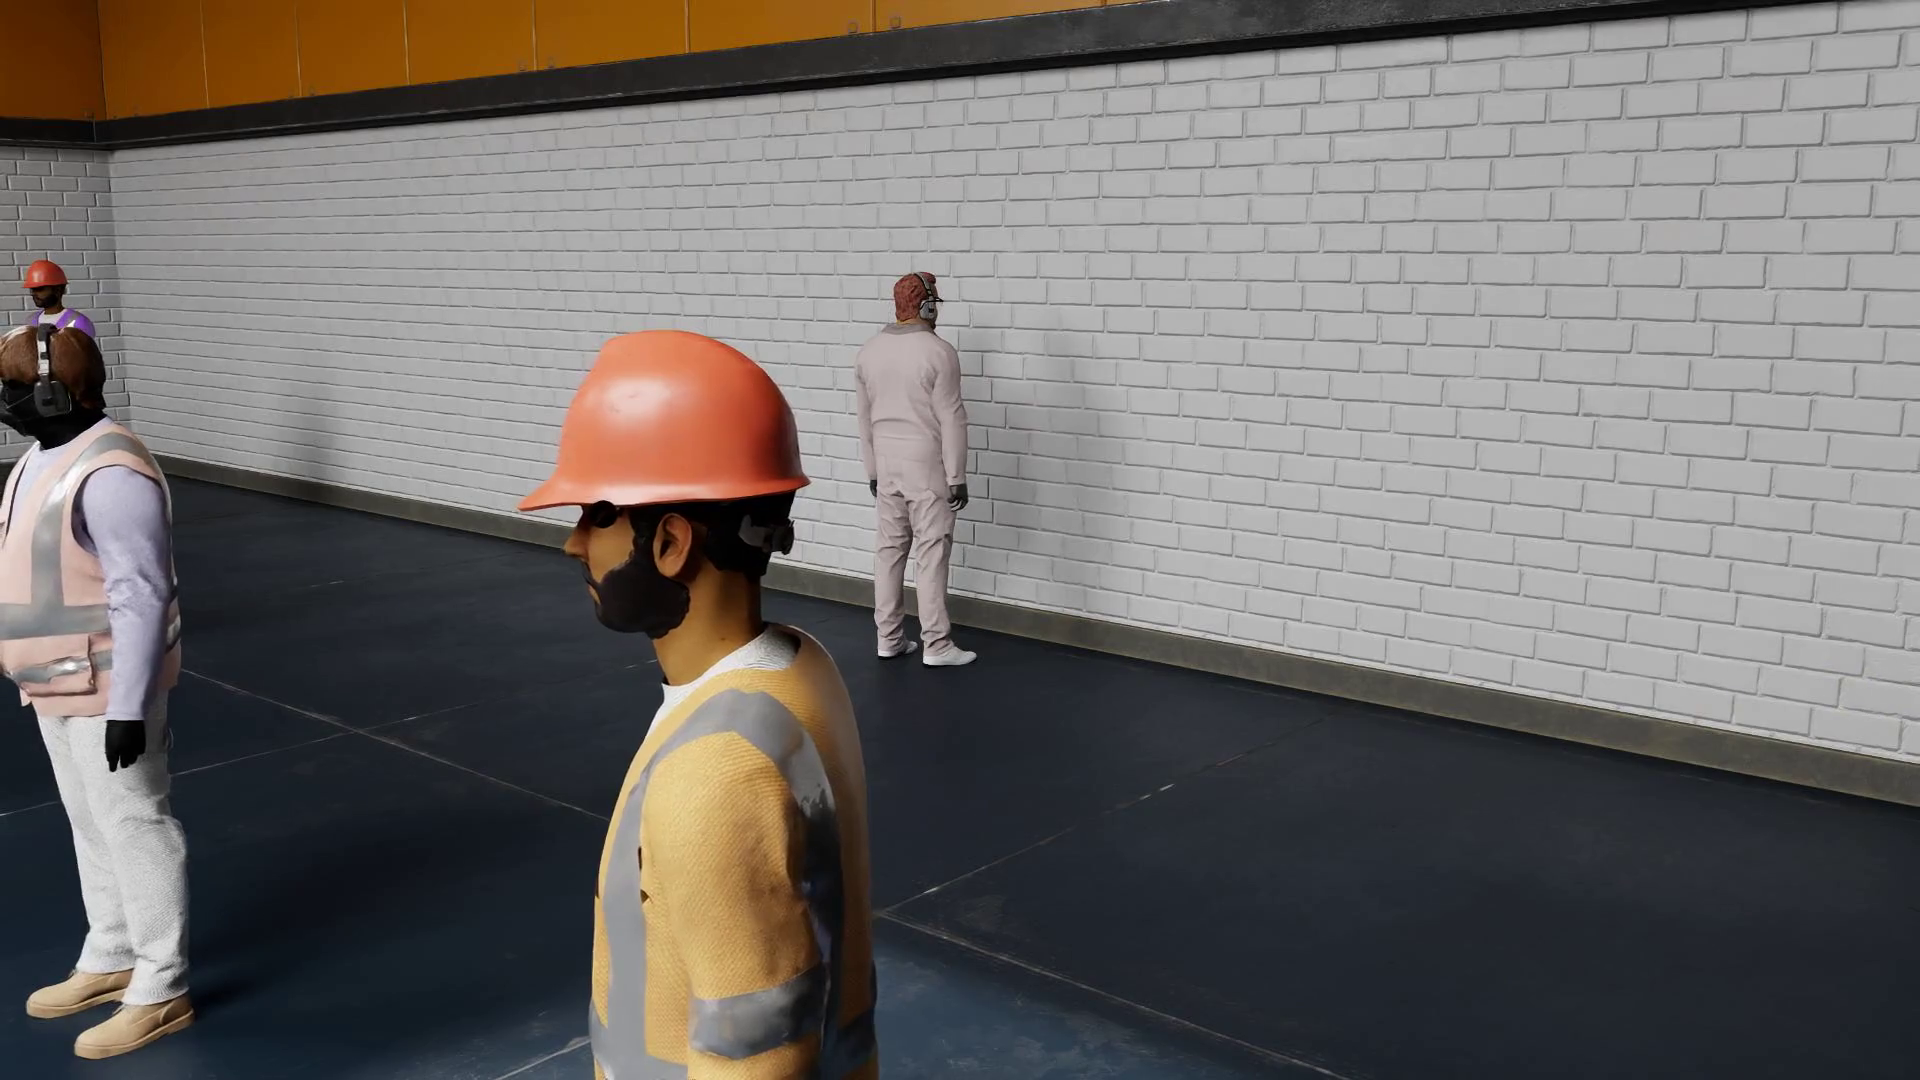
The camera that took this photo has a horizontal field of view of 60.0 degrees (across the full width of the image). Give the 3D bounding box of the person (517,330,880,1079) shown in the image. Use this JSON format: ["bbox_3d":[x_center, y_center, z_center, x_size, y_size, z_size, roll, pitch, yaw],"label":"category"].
[{"bbox_3d":[-0.275,0.738,1.871,0.376,1.935,0.550,0,10,-1],"label":"person"}]

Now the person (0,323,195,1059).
[{"bbox_3d":[-2.204,0.377,4.212,0.430,1.841,0.623,-10,14,-43],"label":"person"}]

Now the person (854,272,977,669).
[{"bbox_3d":[-0.199,-0.335,8.071,0.638,1.910,0.407,8,13,39],"label":"person"}]

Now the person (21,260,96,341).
[{"bbox_3d":[-6.212,-0.947,11.467,0.552,1.936,0.360,3,10,15],"label":"person"}]
